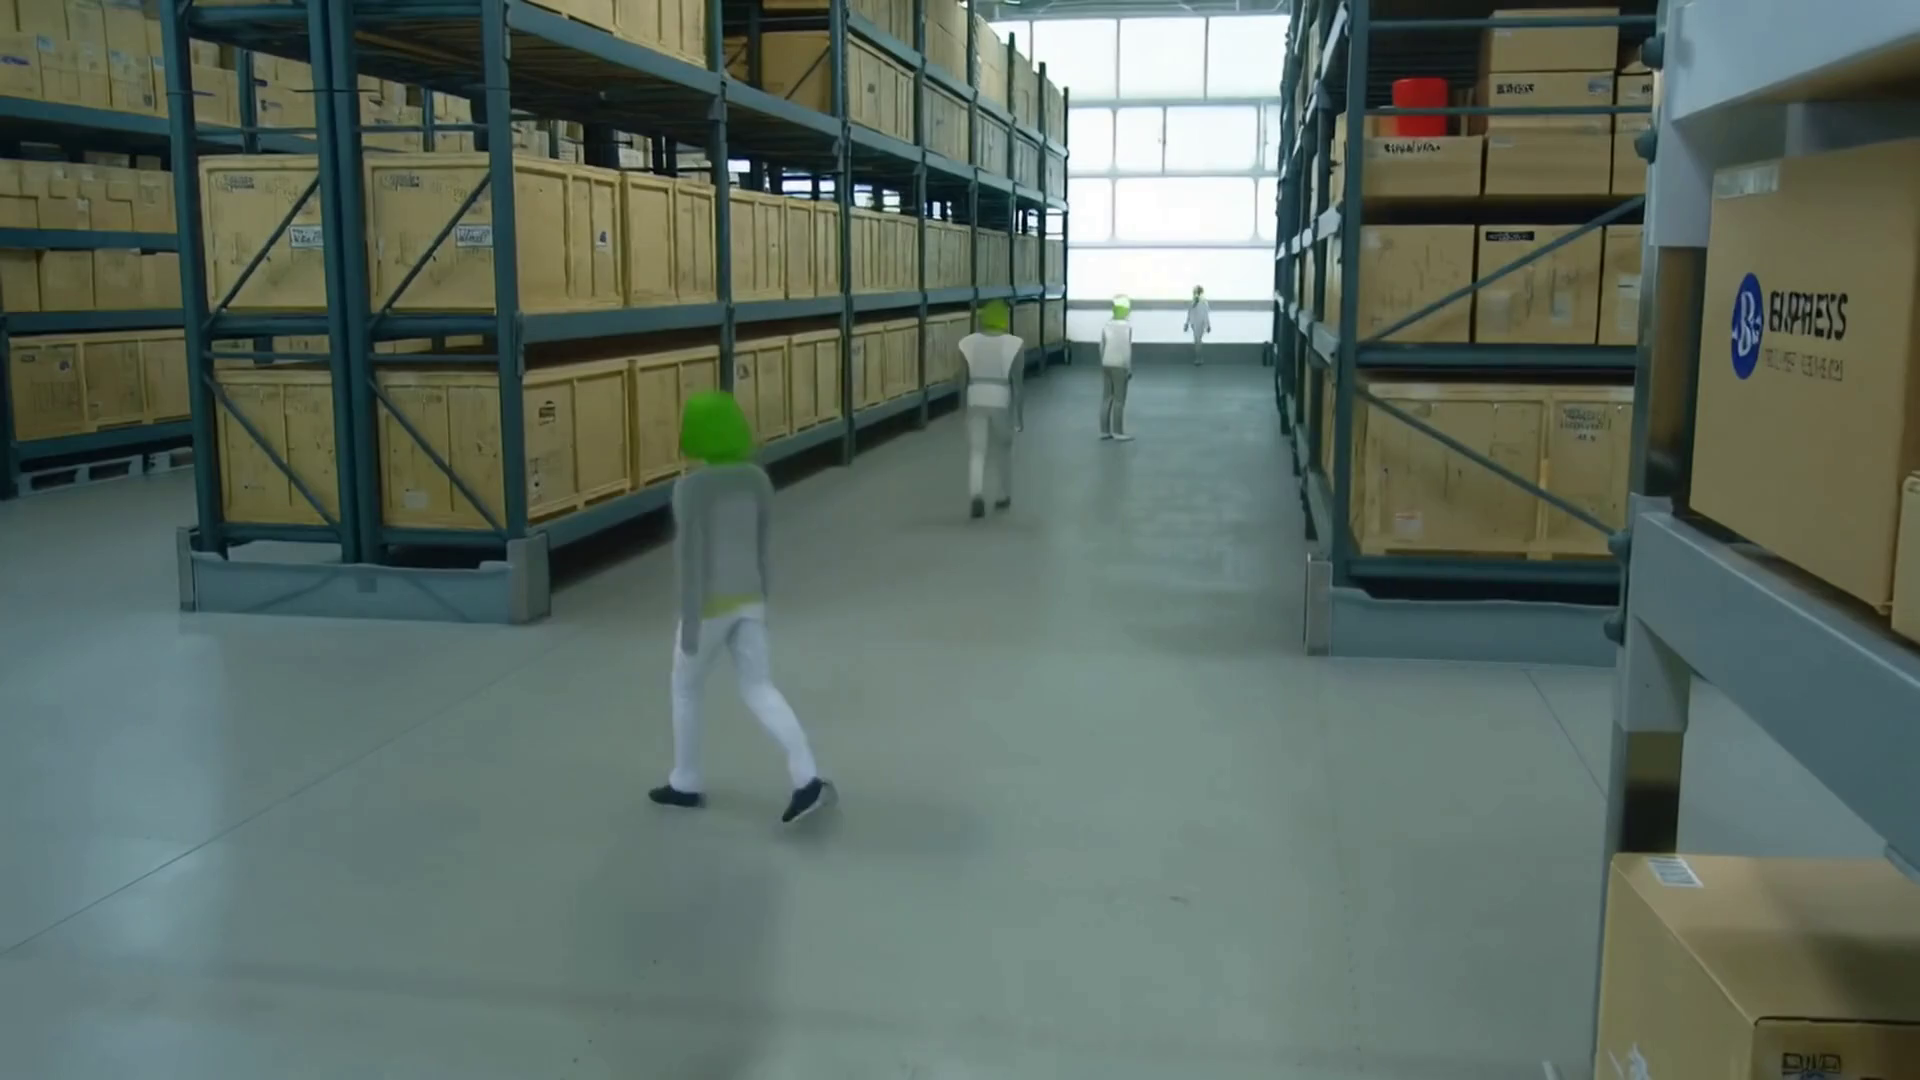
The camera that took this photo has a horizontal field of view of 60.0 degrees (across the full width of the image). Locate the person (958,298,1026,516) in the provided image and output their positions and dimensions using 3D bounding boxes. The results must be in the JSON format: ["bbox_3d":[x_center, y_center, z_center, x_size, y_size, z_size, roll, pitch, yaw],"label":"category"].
[{"bbox_3d":[0.258,-1.117,13.939,0.580,1.808,0.920,2,9,11],"label":"person"}]

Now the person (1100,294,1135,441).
[{"bbox_3d":[1.902,-2.075,20.013,0.329,1.765,0.533,-6,11,-33],"label":"person"}]

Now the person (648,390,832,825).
[{"bbox_3d":[-0.819,0.250,6.087,0.792,1.604,0.507,7,11,36],"label":"person"}]

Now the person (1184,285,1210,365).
[{"bbox_3d":[5.103,-4.650,36.063,0.711,1.729,0.561,-7,12,-38],"label":"person"}]
